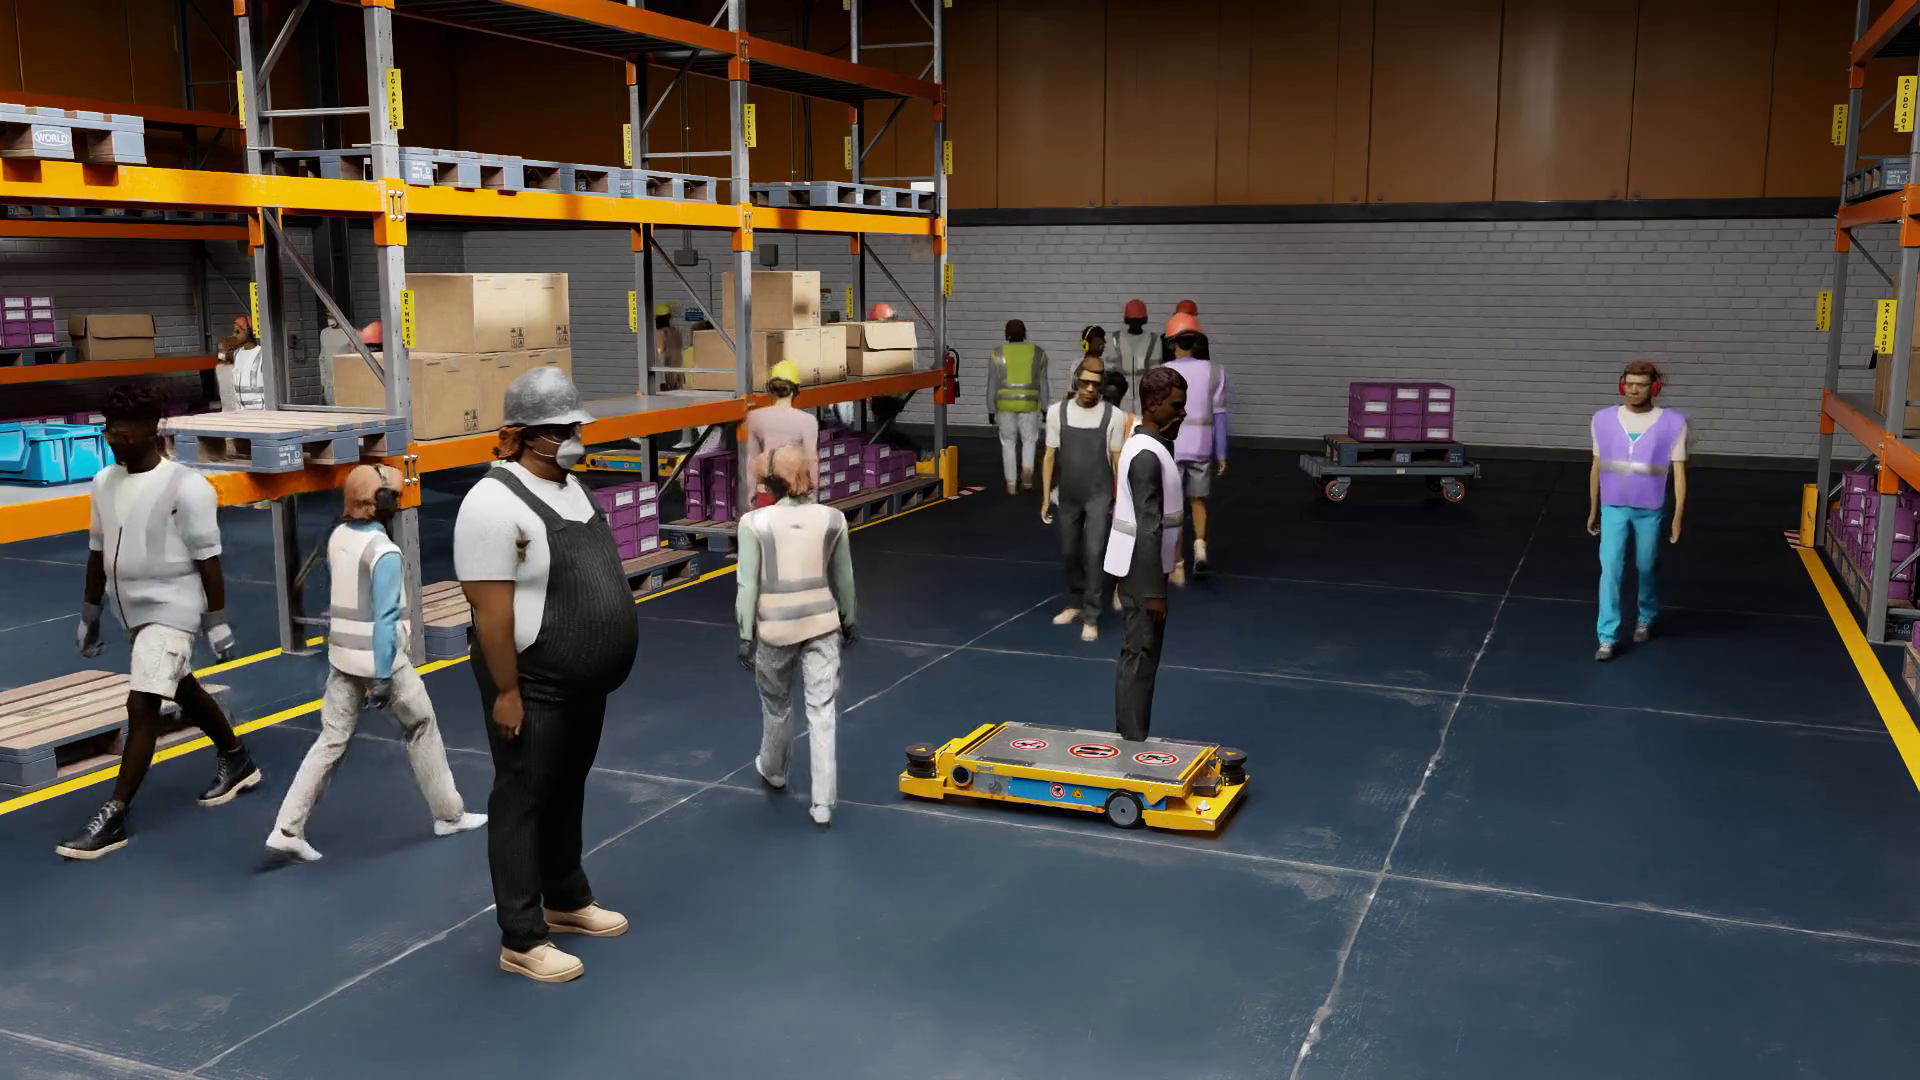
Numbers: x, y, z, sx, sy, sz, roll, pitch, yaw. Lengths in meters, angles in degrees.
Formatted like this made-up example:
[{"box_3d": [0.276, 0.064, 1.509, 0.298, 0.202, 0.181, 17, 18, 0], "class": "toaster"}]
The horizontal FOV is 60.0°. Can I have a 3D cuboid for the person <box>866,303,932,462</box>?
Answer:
[{"box_3d": [-0.688, -1.581, 18.075, 0.779, 1.965, 0.645, 2, 10, 14], "class": "person"}]

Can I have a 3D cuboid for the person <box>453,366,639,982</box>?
[{"box_3d": [-1.351, 0.431, 5.631, 0.536, 2.000, 0.672, 2, 10, 14], "class": "person"}]

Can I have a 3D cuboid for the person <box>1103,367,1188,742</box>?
[{"box_3d": [0.850, 0.170, 7.599, 0.392, 1.914, 0.587, 1, 9, 4], "class": "person"}]

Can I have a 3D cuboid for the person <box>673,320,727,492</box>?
[{"box_3d": [-2.611, -1.312, 16.855, 0.639, 1.820, 0.635, -6, 11, -33], "class": "person"}]

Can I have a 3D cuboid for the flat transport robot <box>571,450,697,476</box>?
[{"box_3d": [-3.658, -0.890, 18.983, 1.431, 0.197, 0.652, 4, 10, 22], "class": "flat transport robot"}]

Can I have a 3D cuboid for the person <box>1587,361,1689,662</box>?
[{"box_3d": [4.153, -0.205, 10.209, 0.580, 1.807, 0.945, 6, 11, 31], "class": "person"}]

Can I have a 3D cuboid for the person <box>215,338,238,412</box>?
[{"box_3d": [-7.873, -1.397, 18.071, 0.511, 1.582, 0.864, 4, 10, 25], "class": "person"}]

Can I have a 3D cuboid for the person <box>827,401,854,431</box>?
[{"box_3d": [-1.320, -1.575, 19.054, 0.343, 1.618, 0.521, 6, 11, 31], "class": "person"}]

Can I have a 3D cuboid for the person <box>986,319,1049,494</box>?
[{"box_3d": [0.590, -1.366, 17.173, 0.654, 1.823, 0.455, -1, 9, -4], "class": "person"}]

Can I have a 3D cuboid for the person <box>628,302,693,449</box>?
[{"box_3d": [-3.868, -2.115, 21.505, 0.963, 1.881, 0.616, 4, 10, 22], "class": "person"}]

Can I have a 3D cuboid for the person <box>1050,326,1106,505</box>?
[{"box_3d": [1.092, -1.093, 15.528, 0.672, 1.828, 0.551, 7, 12, 36], "class": "person"}]

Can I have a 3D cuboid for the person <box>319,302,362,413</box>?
[{"box_3d": [-7.414, -1.876, 19.928, 0.627, 1.938, 0.370, 4, 10, 23], "class": "person"}]

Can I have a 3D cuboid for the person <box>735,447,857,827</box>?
[{"box_3d": [-0.721, 0.388, 7.215, 0.575, 1.588, 0.841, -4, 10, -21], "class": "person"}]

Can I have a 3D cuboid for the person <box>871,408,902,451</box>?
[{"box_3d": [-0.891, -1.772, 19.776, 0.461, 1.789, 0.639, 1, 9, 5], "class": "person"}]

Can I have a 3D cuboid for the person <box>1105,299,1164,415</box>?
[{"box_3d": [1.883, -1.611, 18.087, 0.667, 2.015, 0.578, 1, 9, 8], "class": "person"}]

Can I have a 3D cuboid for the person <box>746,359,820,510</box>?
[{"box_3d": [-1.193, -0.319, 11.038, 0.531, 1.748, 0.622, 3, 10, 16], "class": "person"}]

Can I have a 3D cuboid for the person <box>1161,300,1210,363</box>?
[{"box_3d": [2.477, -1.658, 18.426, 0.623, 1.992, 0.397, 5, 10, 27], "class": "person"}]

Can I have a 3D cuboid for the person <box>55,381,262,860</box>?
[{"box_3d": [-3.364, 0.282, 6.957, 0.635, 1.915, 1.051, 5, 10, 26], "class": "person"}]

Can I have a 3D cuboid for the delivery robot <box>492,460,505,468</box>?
[{"box_3d": [-4.687, -0.811, 17.364, 0.477, 0.478, 0.707, -4, 10, -21], "class": "delivery robot"}]

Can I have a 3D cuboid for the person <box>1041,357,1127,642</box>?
[{"box_3d": [0.817, -0.282, 10.690, 0.535, 1.809, 0.691, 3, 10, 16], "class": "person"}]

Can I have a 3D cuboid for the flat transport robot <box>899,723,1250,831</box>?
[{"box_3d": [0.512, 1.023, 7.392, 1.431, 0.197, 0.652, 4, 10, 22], "class": "flat transport robot"}]

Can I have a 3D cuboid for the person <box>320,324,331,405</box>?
[{"box_3d": [-7.523, -1.872, 20.334, 0.531, 1.808, 0.971, -2, 9, -9], "class": "person"}]

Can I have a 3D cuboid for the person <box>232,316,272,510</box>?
[{"box_3d": [-6.869, -1.236, 16.212, 0.575, 1.882, 0.360, 6, 11, 33], "class": "person"}]

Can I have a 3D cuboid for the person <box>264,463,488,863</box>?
[{"box_3d": [-2.391, 0.485, 6.665, 0.506, 1.590, 0.885, 8, 12, 39], "class": "person"}]

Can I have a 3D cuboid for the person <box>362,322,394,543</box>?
[{"box_3d": [-4.672, -0.787, 13.383, 0.562, 1.918, 0.554, 3, 10, 15], "class": "person"}]

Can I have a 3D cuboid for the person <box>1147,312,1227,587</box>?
[{"box_3d": [1.643, -0.649, 12.207, 0.647, 2.028, 0.468, -1, 9, -8], "class": "person"}]

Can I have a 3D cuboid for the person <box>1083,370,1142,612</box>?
[{"box_3d": [1.041, -0.362, 11.570, 0.545, 1.671, 0.612, 1, 9, 4], "class": "person"}]
